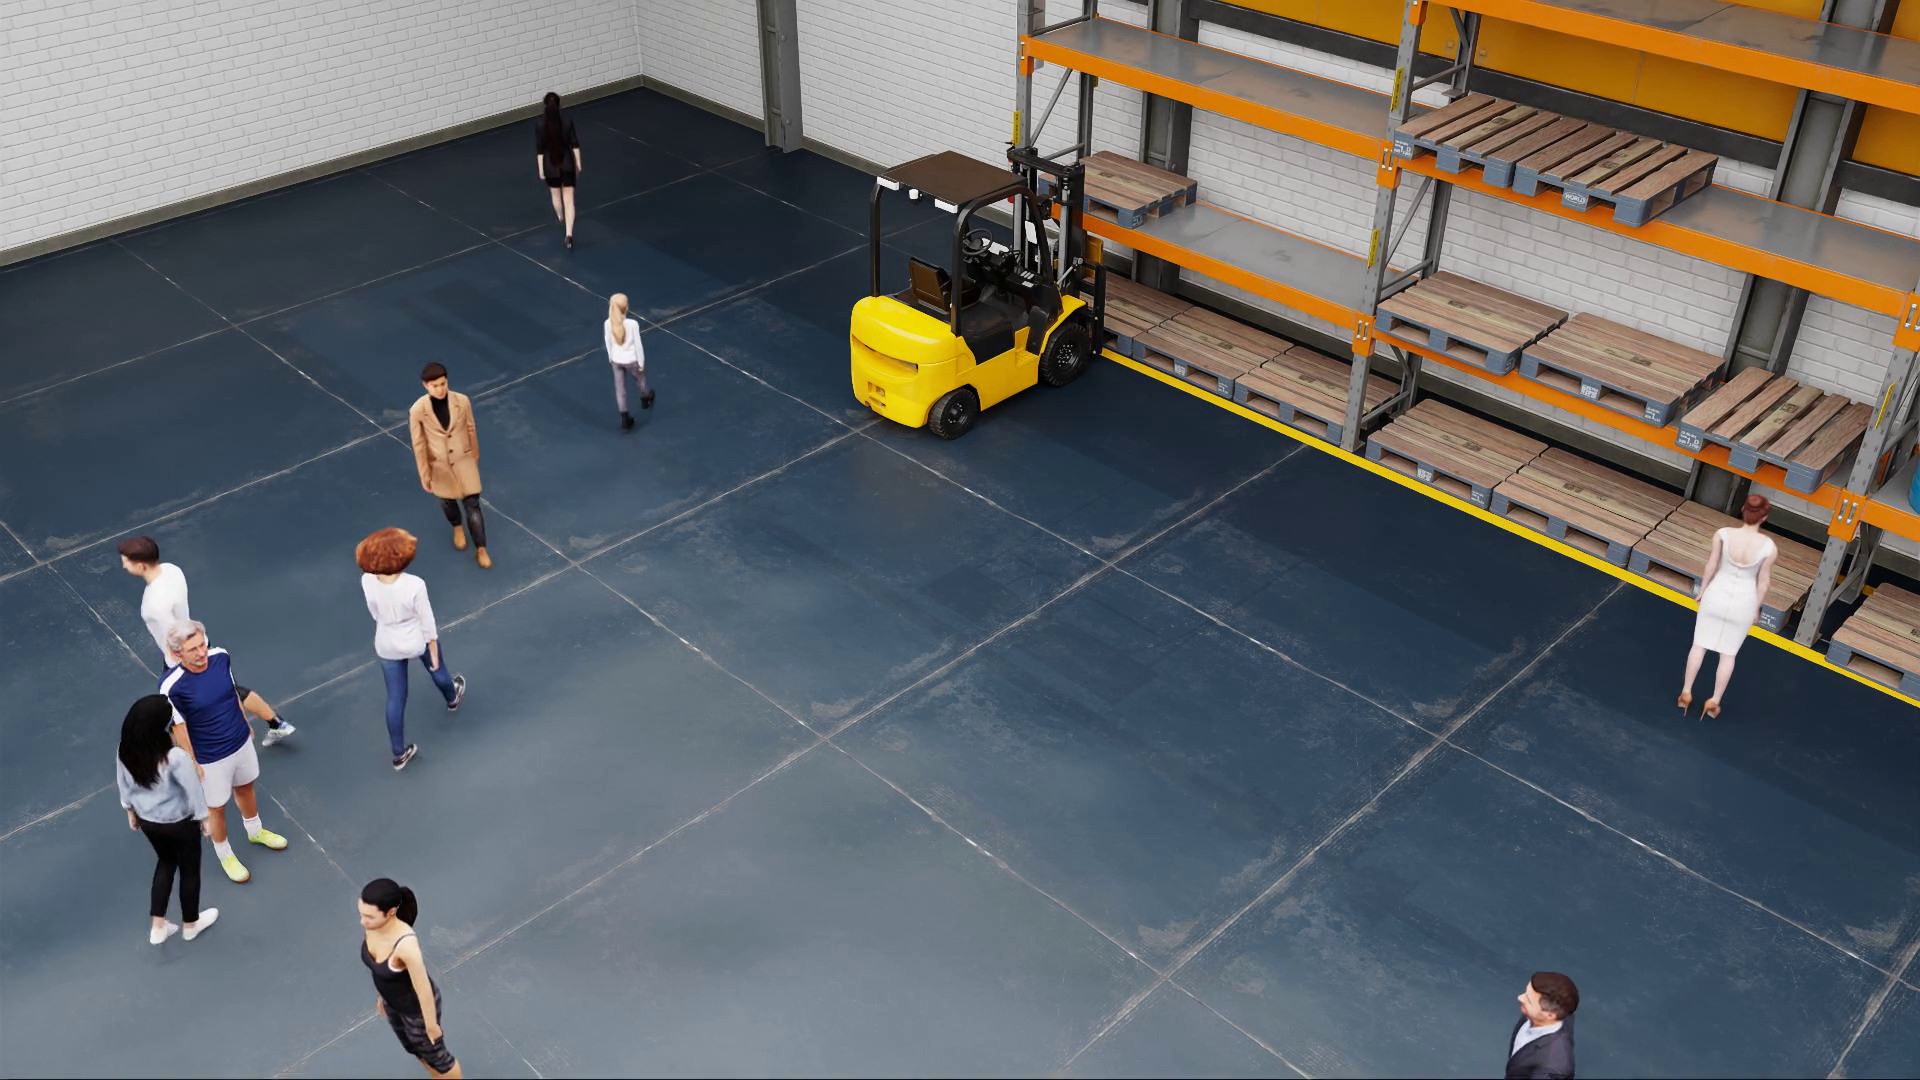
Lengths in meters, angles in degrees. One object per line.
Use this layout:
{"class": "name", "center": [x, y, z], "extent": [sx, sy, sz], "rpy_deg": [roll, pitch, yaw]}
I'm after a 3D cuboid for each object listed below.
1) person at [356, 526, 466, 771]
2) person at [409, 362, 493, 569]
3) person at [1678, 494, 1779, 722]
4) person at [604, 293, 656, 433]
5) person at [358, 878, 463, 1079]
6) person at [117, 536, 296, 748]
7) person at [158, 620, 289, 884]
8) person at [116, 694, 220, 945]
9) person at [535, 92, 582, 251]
{"class": "person", "center": [-3.669, 0.728, 10.873], "extent": [1.156, 1.672, 1.164], "rpy_deg": [3, 34, 4]}
{"class": "person", "center": [-3.987, -0.662, 12.939], "extent": [0.893, 1.699, 1.090], "rpy_deg": [-11, 35, -16]}
{"class": "person", "center": [5.156, 0.447, 11.187], "extent": [0.468, 1.792, 0.650], "rpy_deg": [23, 40, 30]}
{"class": "person", "center": [-2.969, -1.547, 14.669], "extent": [0.835, 1.257, 0.857], "rpy_deg": [3, 34, 5]}
{"class": "person", "center": [-2.772, 2.326, 8.424], "extent": [0.628, 1.721, 0.454], "rpy_deg": [-28, 43, -35]}
{"class": "person", "center": [-4.905, 0.724, 10.737], "extent": [1.217, 1.828, 1.270], "rpy_deg": [-5, 34, -8]}
{"class": "person", "center": [-4.457, 1.219, 9.983], "extent": [0.650, 1.838, 0.692], "rpy_deg": [16, 37, 22]}
{"class": "person", "center": [-4.550, 1.632, 9.500], "extent": [0.820, 1.684, 0.872], "rpy_deg": [3, 34, 4]}
{"class": "person", "center": [-4.301, -3.940, 17.905], "extent": [0.943, 1.661, 1.077], "rpy_deg": [-6, 34, -9]}
